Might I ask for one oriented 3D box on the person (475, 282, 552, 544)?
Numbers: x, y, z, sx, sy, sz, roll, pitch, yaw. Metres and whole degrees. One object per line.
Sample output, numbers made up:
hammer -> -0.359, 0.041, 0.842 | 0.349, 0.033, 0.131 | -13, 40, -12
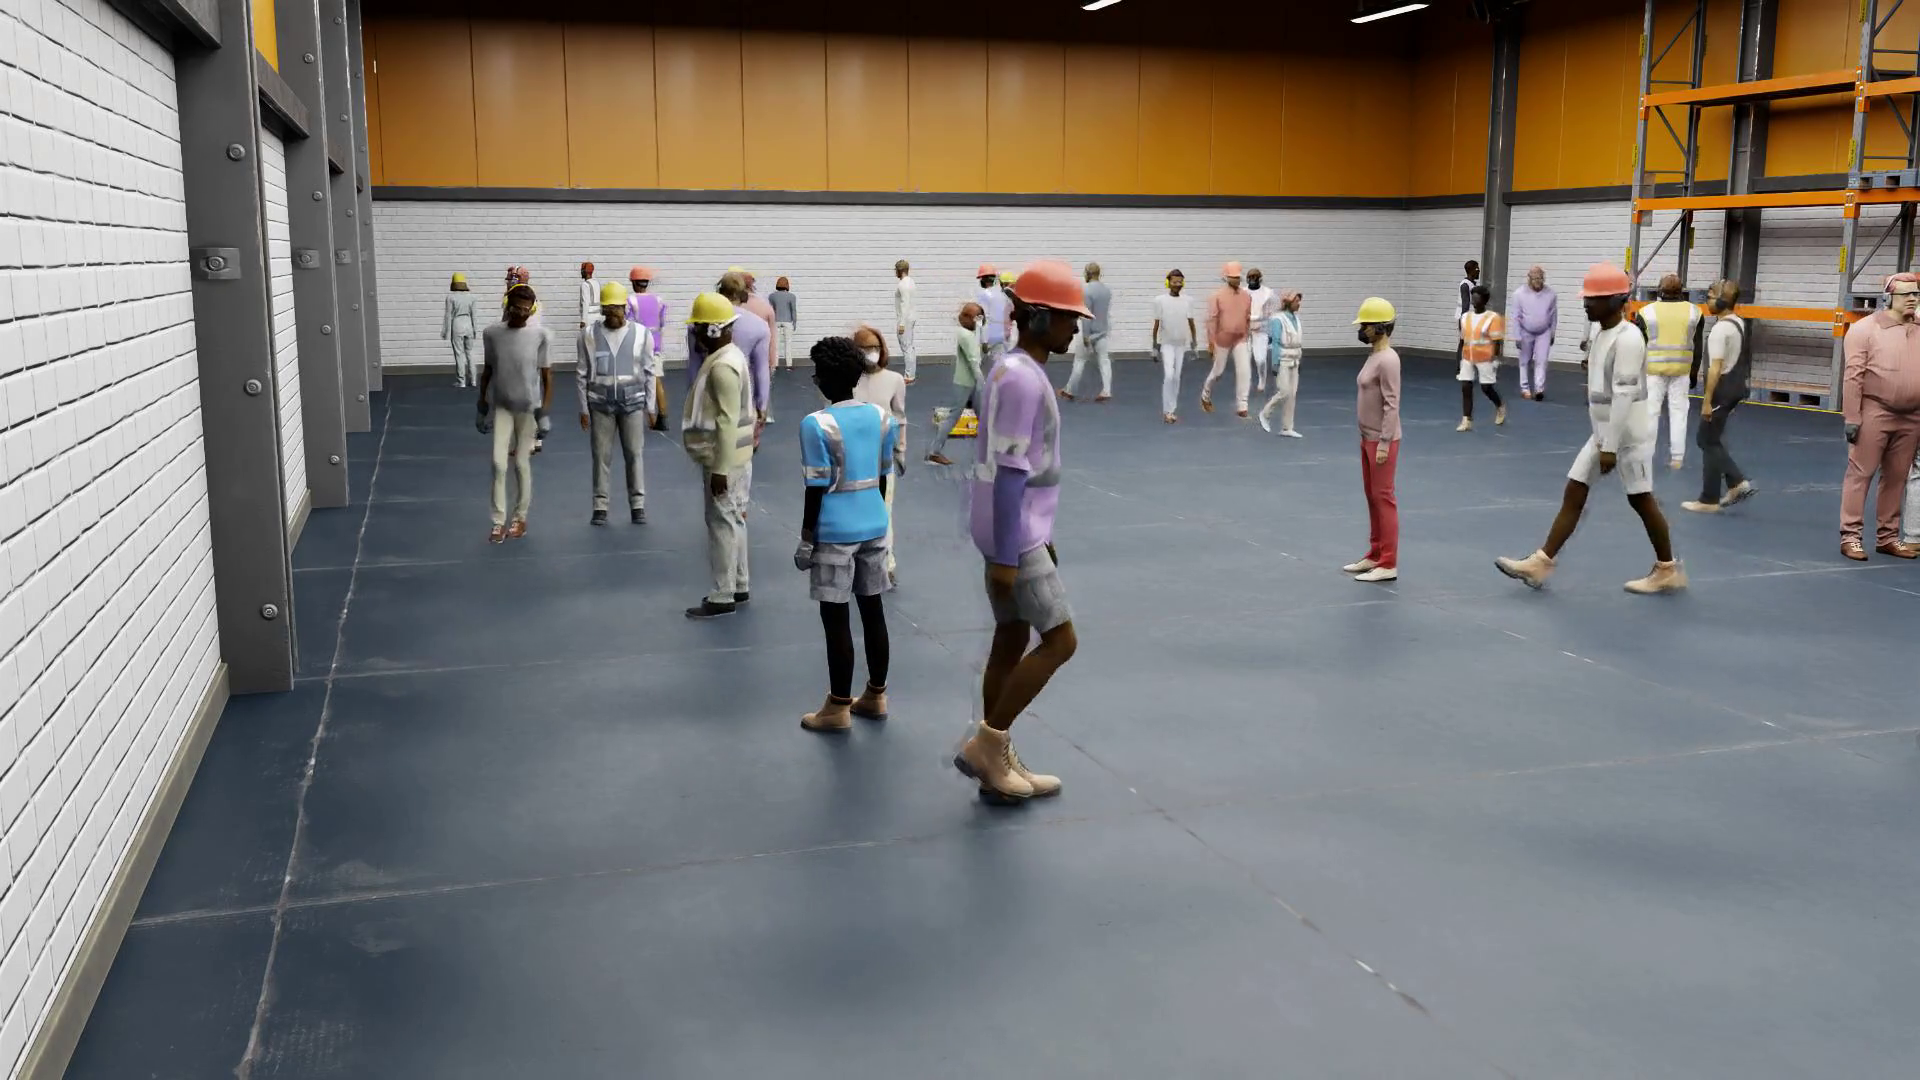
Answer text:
person -> -3.177, -0.887, 11.726 | 0.596, 1.829, 0.698 | 0, 10, -2

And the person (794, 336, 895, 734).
person -> -0.495, -0.022, 7.110 | 0.319, 1.695, 0.533 | 8, 12, 38

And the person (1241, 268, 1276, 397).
person -> 4.183, -2.956, 23.706 | 0.623, 1.833, 0.546 | 4, 11, 21

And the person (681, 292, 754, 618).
person -> -1.362, -0.479, 9.381 | 0.404, 1.832, 0.598 | -1, 10, -8

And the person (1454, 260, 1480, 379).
person -> 8.251, -3.577, 27.040 | 0.391, 1.921, 0.590 | 5, 11, 25

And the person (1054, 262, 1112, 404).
person -> 1.735, -2.821, 22.710 | 0.948, 1.898, 0.654 | 10, 14, 44

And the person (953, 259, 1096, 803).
person -> 0.258, -0.020, 6.161 | 0.457, 2.018, 0.606 | -1, 10, -4

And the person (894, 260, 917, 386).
person -> -0.843, -3.344, 25.641 | 0.351, 1.936, 0.634 | 1, 10, 7

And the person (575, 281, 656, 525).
person -> -2.587, -1.024, 12.521 | 0.599, 1.828, 0.403 | -2, 10, -10

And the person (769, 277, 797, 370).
person -> -3.086, -3.769, 28.999 | 0.495, 1.627, 0.272 | 1, 10, 6

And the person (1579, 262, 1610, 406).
person -> 8.447, -2.685, 21.874 | 0.575, 1.921, 0.528 | -4, 10, -20

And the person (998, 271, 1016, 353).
person -> 0.692, -3.117, 24.824 | 0.317, 1.767, 0.535 | -1, 10, -6

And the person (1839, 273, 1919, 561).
person -> 6.201, -0.814, 11.084 | 0.639, 1.910, 0.407 | -2, 10, -9

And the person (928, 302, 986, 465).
person -> 0.088, -1.483, 15.918 | 0.864, 1.574, 0.495 | 1, 10, 8

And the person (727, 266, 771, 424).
person -> -2.671, -2.319, 19.886 | 0.992, 1.871, 0.611 | 6, 12, 32

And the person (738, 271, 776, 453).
person -> -2.171, -1.745, 16.621 | 0.660, 1.855, 1.003 | -2, 10, -9

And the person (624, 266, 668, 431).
person -> -3.701, -2.222, 19.290 | 0.570, 1.883, 0.987 | -8, 12, -37

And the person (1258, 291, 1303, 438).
person -> 3.585, -1.942, 18.402 | 0.414, 1.625, 0.533 | 9, 13, 43

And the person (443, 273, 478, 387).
person -> -7.622, -3.205, 25.404 | 0.318, 1.742, 0.495 | 9, 13, 42

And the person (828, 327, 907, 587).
person -> -0.570, -0.520, 10.291 | 0.518, 1.582, 0.848 | -3, 10, -15

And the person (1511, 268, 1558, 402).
person -> 7.942, -2.835, 23.003 | 0.653, 1.834, 0.990 | 2, 10, 9

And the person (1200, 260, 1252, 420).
person -> 3.316, -2.497, 20.713 | 0.620, 1.959, 0.967 | -3, 10, -19

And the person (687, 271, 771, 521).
person -> -1.710, -1.028, 12.320 | 0.631, 1.912, 0.759 | 0, 10, -3

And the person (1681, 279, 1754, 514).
person -> 5.919, -1.107, 12.980 | 0.417, 1.836, 0.533 | 8, 13, 40

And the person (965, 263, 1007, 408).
person -> 0.296, -2.627, 21.605 | 0.905, 1.895, 0.557 | 8, 12, 38

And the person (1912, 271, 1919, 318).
person -> 9.204, -1.677, 16.191 | 0.580, 1.868, 0.511 | -7, 12, -34

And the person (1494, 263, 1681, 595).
person -> 3.828, -0.637, 9.863 | 1.088, 1.968, 0.623 | 0, 10, 1

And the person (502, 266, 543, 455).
person -> -4.455, -1.813, 16.869 | 0.407, 1.908, 0.641 | 1, 10, 3

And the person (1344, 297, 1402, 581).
person -> 2.584, -0.624, 10.390 | 0.326, 1.767, 0.533 | 0, 10, 2

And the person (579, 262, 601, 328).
person -> -6.212, -3.706, 27.896 | 0.353, 1.883, 0.578 | 2, 10, 11

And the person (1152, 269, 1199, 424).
person -> 2.610, -2.305, 19.916 | 0.514, 1.848, 0.713 | -3, 10, -15

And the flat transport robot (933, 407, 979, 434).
flat transport robot -> 0.069, -1.366, 19.007 | 0.652, 0.197, 1.431 | -1, 10, -5

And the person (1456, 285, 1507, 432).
person -> 5.997, -2.079, 19.072 | 0.670, 1.681, 0.543 | -8, 13, -40

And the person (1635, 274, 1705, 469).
person -> 6.674, -1.587, 15.742 | 0.627, 1.846, 0.429 | 2, 10, 9

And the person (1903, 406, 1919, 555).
person -> 6.569, -0.774, 11.062 | 0.429, 1.838, 0.621 | -3, 10, -19
